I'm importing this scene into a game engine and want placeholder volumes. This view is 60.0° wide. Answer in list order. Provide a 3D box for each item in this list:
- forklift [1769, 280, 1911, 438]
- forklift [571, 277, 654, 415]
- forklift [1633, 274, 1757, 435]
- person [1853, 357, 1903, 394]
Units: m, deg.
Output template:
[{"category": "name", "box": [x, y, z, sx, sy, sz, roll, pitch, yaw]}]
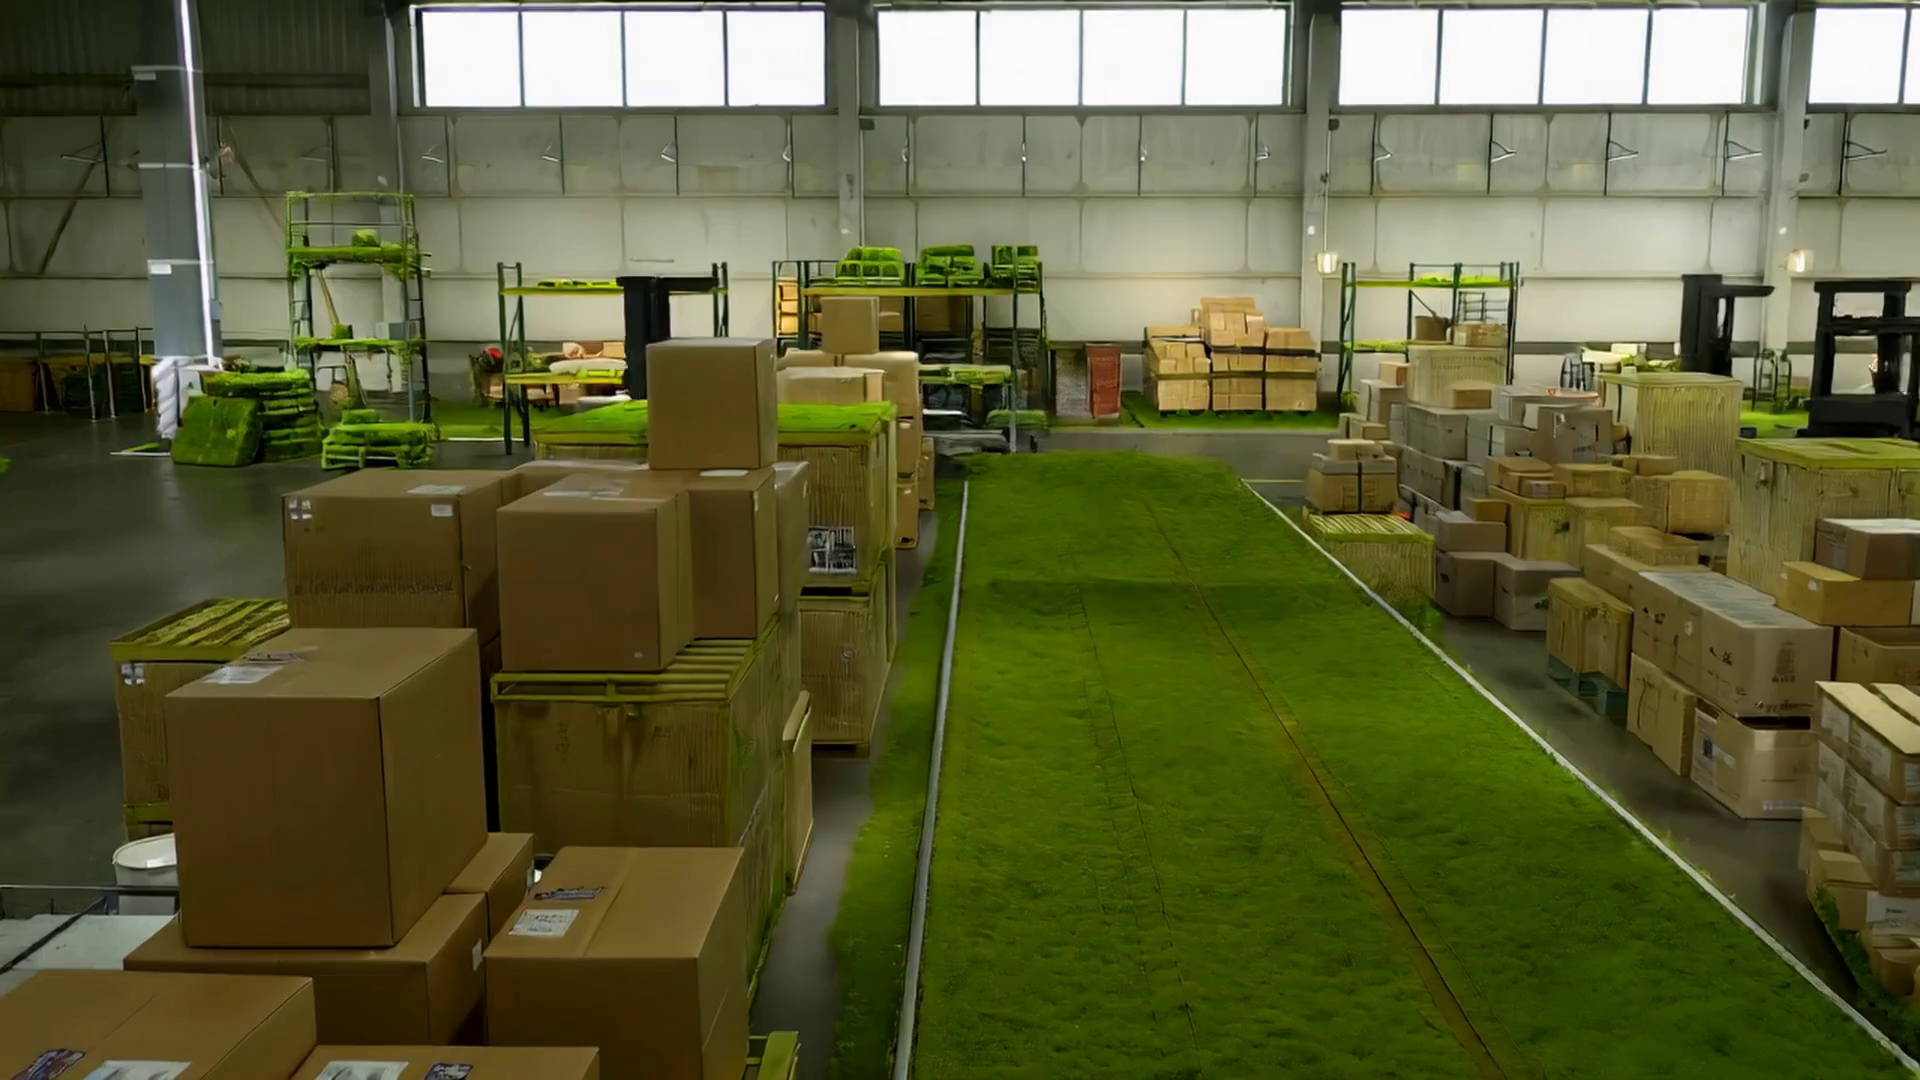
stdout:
[{"category": "forklift", "box": [10.319, -1.604, 19.245, 1.129, 2.768, 1.873, 0, 9, 0]}, {"category": "forklift", "box": [-4.592, -2.362, 23.785, 1.873, 2.768, 1.129, -3, 10, -18]}, {"category": "forklift", "box": [12.930, -3.275, 29.250, 1.873, 2.768, 1.129, 0, 9, 1]}, {"category": "person", "box": [10.635, -1.150, 19.333, 0.545, 1.942, 0.349, 3, 10, 16]}]
